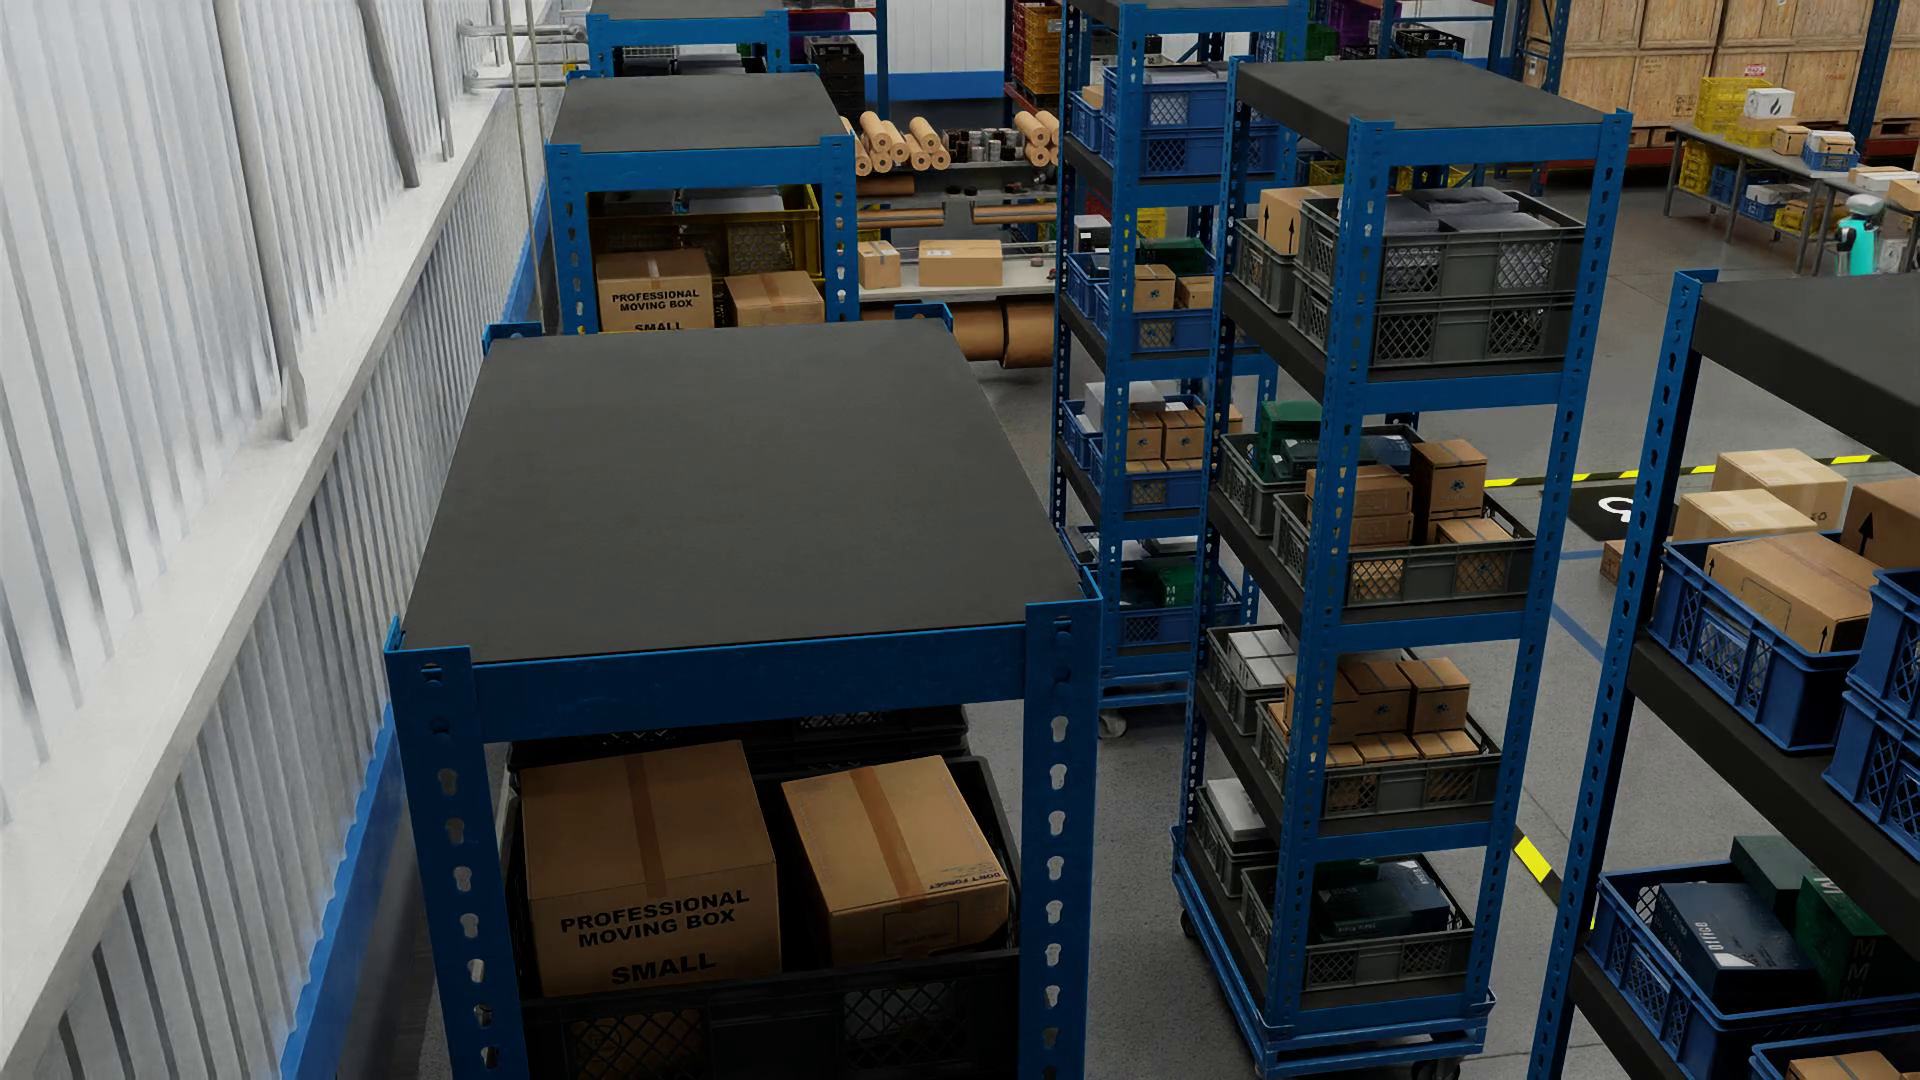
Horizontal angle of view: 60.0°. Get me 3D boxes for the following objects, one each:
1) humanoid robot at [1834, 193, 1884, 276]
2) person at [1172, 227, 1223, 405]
[{"bbox_3d":[6.565,-1.535,11.908,0.798,1.799,0.560,22,33,40],"label":"humanoid robot"},{"bbox_3d":[1.617,-1.192,11.076,0.917,1.815,0.607,-4,25,-10],"label":"person"}]
